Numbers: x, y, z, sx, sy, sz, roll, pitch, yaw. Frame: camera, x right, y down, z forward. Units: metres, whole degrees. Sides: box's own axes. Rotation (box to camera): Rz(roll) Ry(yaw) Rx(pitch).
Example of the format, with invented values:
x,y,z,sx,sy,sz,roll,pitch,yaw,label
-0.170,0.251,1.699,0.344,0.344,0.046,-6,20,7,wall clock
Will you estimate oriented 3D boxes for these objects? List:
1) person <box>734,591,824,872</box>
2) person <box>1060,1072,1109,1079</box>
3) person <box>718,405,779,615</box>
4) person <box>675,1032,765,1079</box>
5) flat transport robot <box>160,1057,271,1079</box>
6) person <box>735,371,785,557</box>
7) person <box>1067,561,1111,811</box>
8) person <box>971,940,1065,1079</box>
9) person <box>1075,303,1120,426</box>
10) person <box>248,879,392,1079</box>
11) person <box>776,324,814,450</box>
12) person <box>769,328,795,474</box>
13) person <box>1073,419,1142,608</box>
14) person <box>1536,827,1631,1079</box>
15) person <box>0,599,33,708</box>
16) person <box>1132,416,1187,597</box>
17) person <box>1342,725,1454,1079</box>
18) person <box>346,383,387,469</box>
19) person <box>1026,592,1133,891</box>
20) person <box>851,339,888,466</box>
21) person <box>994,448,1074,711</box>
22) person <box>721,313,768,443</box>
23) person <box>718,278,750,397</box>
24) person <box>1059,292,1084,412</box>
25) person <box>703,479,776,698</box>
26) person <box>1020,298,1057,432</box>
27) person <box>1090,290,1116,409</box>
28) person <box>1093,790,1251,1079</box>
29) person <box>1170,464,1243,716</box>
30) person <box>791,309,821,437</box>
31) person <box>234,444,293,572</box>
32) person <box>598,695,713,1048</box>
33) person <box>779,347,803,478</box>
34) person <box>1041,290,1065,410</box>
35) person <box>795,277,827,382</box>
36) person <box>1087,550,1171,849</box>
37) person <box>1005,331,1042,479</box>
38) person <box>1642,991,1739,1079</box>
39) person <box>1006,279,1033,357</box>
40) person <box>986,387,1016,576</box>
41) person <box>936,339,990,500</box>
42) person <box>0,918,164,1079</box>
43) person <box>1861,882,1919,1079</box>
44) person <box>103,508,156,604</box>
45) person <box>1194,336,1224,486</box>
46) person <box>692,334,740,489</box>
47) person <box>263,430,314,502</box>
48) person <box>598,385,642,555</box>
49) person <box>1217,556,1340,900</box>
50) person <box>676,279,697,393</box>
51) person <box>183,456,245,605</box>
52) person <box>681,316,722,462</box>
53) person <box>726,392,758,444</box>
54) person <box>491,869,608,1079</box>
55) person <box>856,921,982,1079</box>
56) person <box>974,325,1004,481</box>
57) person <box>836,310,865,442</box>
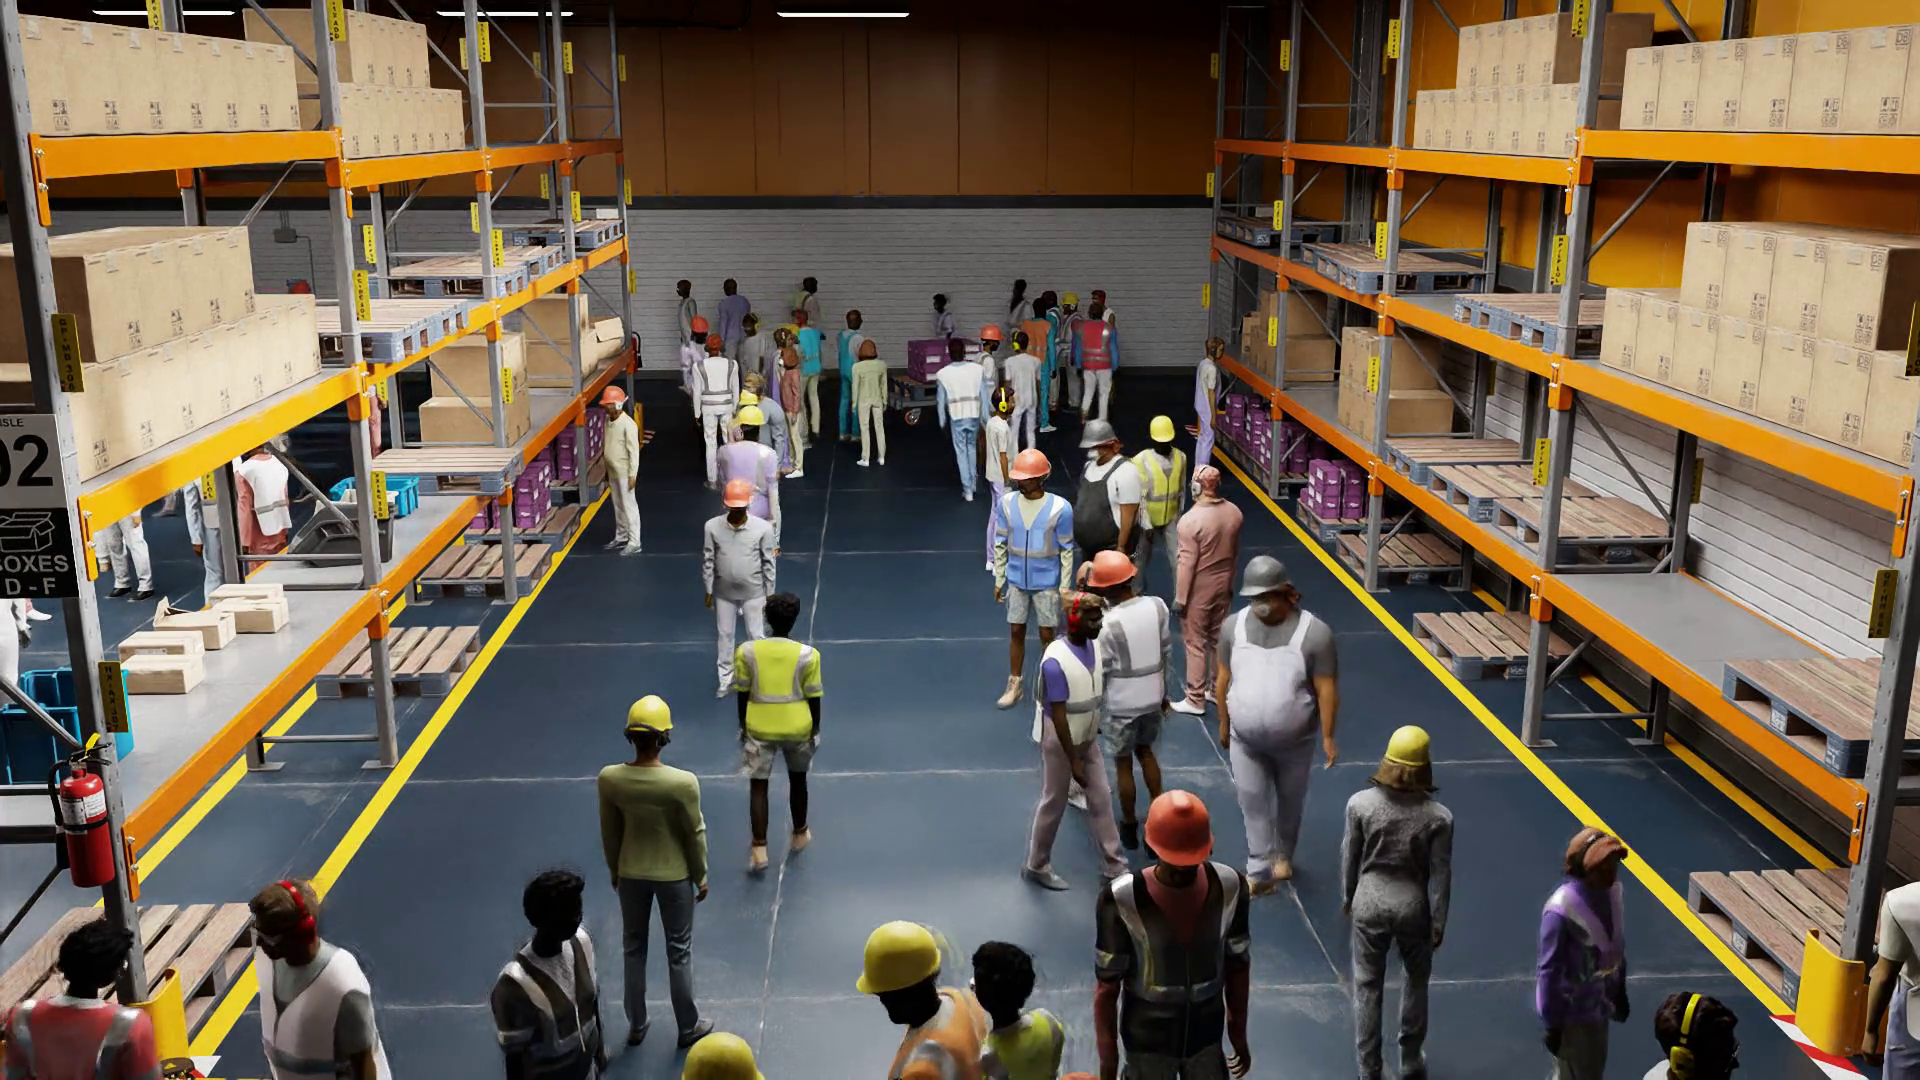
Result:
x,y,z,sx,sy,sz,roll,pitch,yaw,label
-1.083,1.146,9.973,0.547,1.670,0.627,0,14,-1,person
0.324,2.383,4.693,0.575,1.880,0.351,2,14,10,person
-1.881,-0.278,15.088,0.587,1.908,0.578,3,15,13,person
-0.747,2.326,5.202,0.327,1.735,0.487,6,15,22,person
-3.360,2.629,6.927,0.652,0.197,1.431,0,14,2,flat transport robot
-2.048,-0.760,16.908,0.631,1.938,0.370,10,17,33,person
0.839,0.929,10.870,0.315,1.641,0.515,7,16,25,person
0.165,2.190,5.900,0.889,1.644,0.547,12,19,40,person
1.974,-2.505,24.000,0.643,1.822,0.471,6,15,21,person
-2.293,2.046,6.107,0.573,1.823,0.634,10,17,33,person
-2.301,-2.033,22.382,0.631,1.702,0.349,-13,19,-41,person
-2.220,-1.756,21.003,0.346,1.846,0.506,-6,16,-23,person
1.181,-0.028,13.827,0.535,2.000,0.703,-8,16,-29,person
2.577,1.947,6.905,0.540,1.624,0.437,-12,19,-40,person
-6.769,0.635,11.493,0.407,1.906,0.655,12,19,40,person
1.810,-0.178,14.750,0.598,1.866,0.997,-6,16,-23,person
2.009,1.690,7.710,0.501,1.722,0.520,5,15,19,person
-7.569,-1.871,21.180,0.618,1.986,0.408,3,15,13,person
0.716,1.186,9.520,0.770,1.808,0.583,10,17,34,person
-1.168,-1.768,21.471,0.504,1.632,0.269,-7,16,-25,person
0.538,0.310,12.501,0.613,2.039,0.389,6,15,21,person
-2.858,-2.168,22.672,0.500,1.823,0.912,11,18,38,person
-3.595,-3.195,26.488,0.374,1.933,0.625,12,18,38,person
1.703,-2.872,25.429,0.403,1.825,0.593,-1,14,-5,person
-1.702,0.379,12.825,0.568,1.743,0.351,1,14,4,person
1.117,-2.497,23.765,0.593,1.920,0.391,10,18,35,person
2.205,-2.949,25.714,0.402,1.838,0.565,-9,17,-31,person
0.814,1.892,6.332,0.613,2.028,0.409,-3,15,-12,person
1.823,0.371,12.529,0.652,1.906,0.403,-12,19,-40,person
-2.154,-2.343,23.368,0.555,1.819,0.686,12,18,38,person
-5.934,-0.064,14.247,0.397,1.908,0.599,3,15,13,person
-1.458,1.599,8.001,0.522,1.764,0.318,3,15,10,person
-2.128,-1.600,20.805,0.280,1.636,0.502,-7,16,-24,person
1.384,-2.911,25.553,0.429,1.839,0.621,3,15,12,person
-2.430,-3.499,27.899,0.697,1.821,0.634,-6,15,-22,person
1.031,0.982,10.167,0.599,1.913,0.421,-9,17,-32,person
0.794,-1.661,20.635,0.518,1.849,0.500,-2,14,-8,person
2.195,2.261,5.179,0.326,1.874,0.519,8,16,29,person
0.889,-3.240,26.694,0.376,1.930,0.775,-8,16,-30,person
0.422,-0.574,16.321,0.328,1.868,0.512,-3,15,-13,person
0.011,-1.436,19.687,0.652,1.873,0.740,-5,15,-18,person
-3.164,2.160,5.992,0.641,1.657,0.352,0,14,-1,person
3.856,1.931,6.552,0.560,1.836,0.394,1,14,3,person
-7.807,-0.310,15.383,0.593,1.822,0.411,6,16,23,person
3.038,-1.567,20.285,0.349,1.836,0.517,-1,14,-6,person
-2.947,-1.555,20.138,0.575,1.883,0.362,-5,15,-19,person
-7.898,-1.333,19.165,0.854,1.937,0.610,-8,16,-29,person
-3.520,-0.726,17.141,0.342,1.748,0.573,-12,18,-39,person
1.834,1.045,9.616,0.749,2.000,0.693,6,15,22,person
-4.450,-3.336,27.203,0.327,1.844,0.514,-7,16,-26,person
-6.404,-0.095,14.371,0.408,1.907,0.598,7,16,25,person
-3.321,-1.951,21.645,0.554,1.898,0.840,-4,15,-15,person
-2.124,-0.676,16.917,0.525,1.770,0.306,2,14,8,person
-1.537,2.055,6.421,0.612,1.659,0.578,8,16,28,person
0.000,2.163,5.569,0.821,1.884,0.648,3,15,12,person
0.357,-1.694,20.601,0.385,1.929,0.543,-3,15,-13,person
-1.493,-2.271,23.057,0.506,1.835,0.340,10,17,34,person
